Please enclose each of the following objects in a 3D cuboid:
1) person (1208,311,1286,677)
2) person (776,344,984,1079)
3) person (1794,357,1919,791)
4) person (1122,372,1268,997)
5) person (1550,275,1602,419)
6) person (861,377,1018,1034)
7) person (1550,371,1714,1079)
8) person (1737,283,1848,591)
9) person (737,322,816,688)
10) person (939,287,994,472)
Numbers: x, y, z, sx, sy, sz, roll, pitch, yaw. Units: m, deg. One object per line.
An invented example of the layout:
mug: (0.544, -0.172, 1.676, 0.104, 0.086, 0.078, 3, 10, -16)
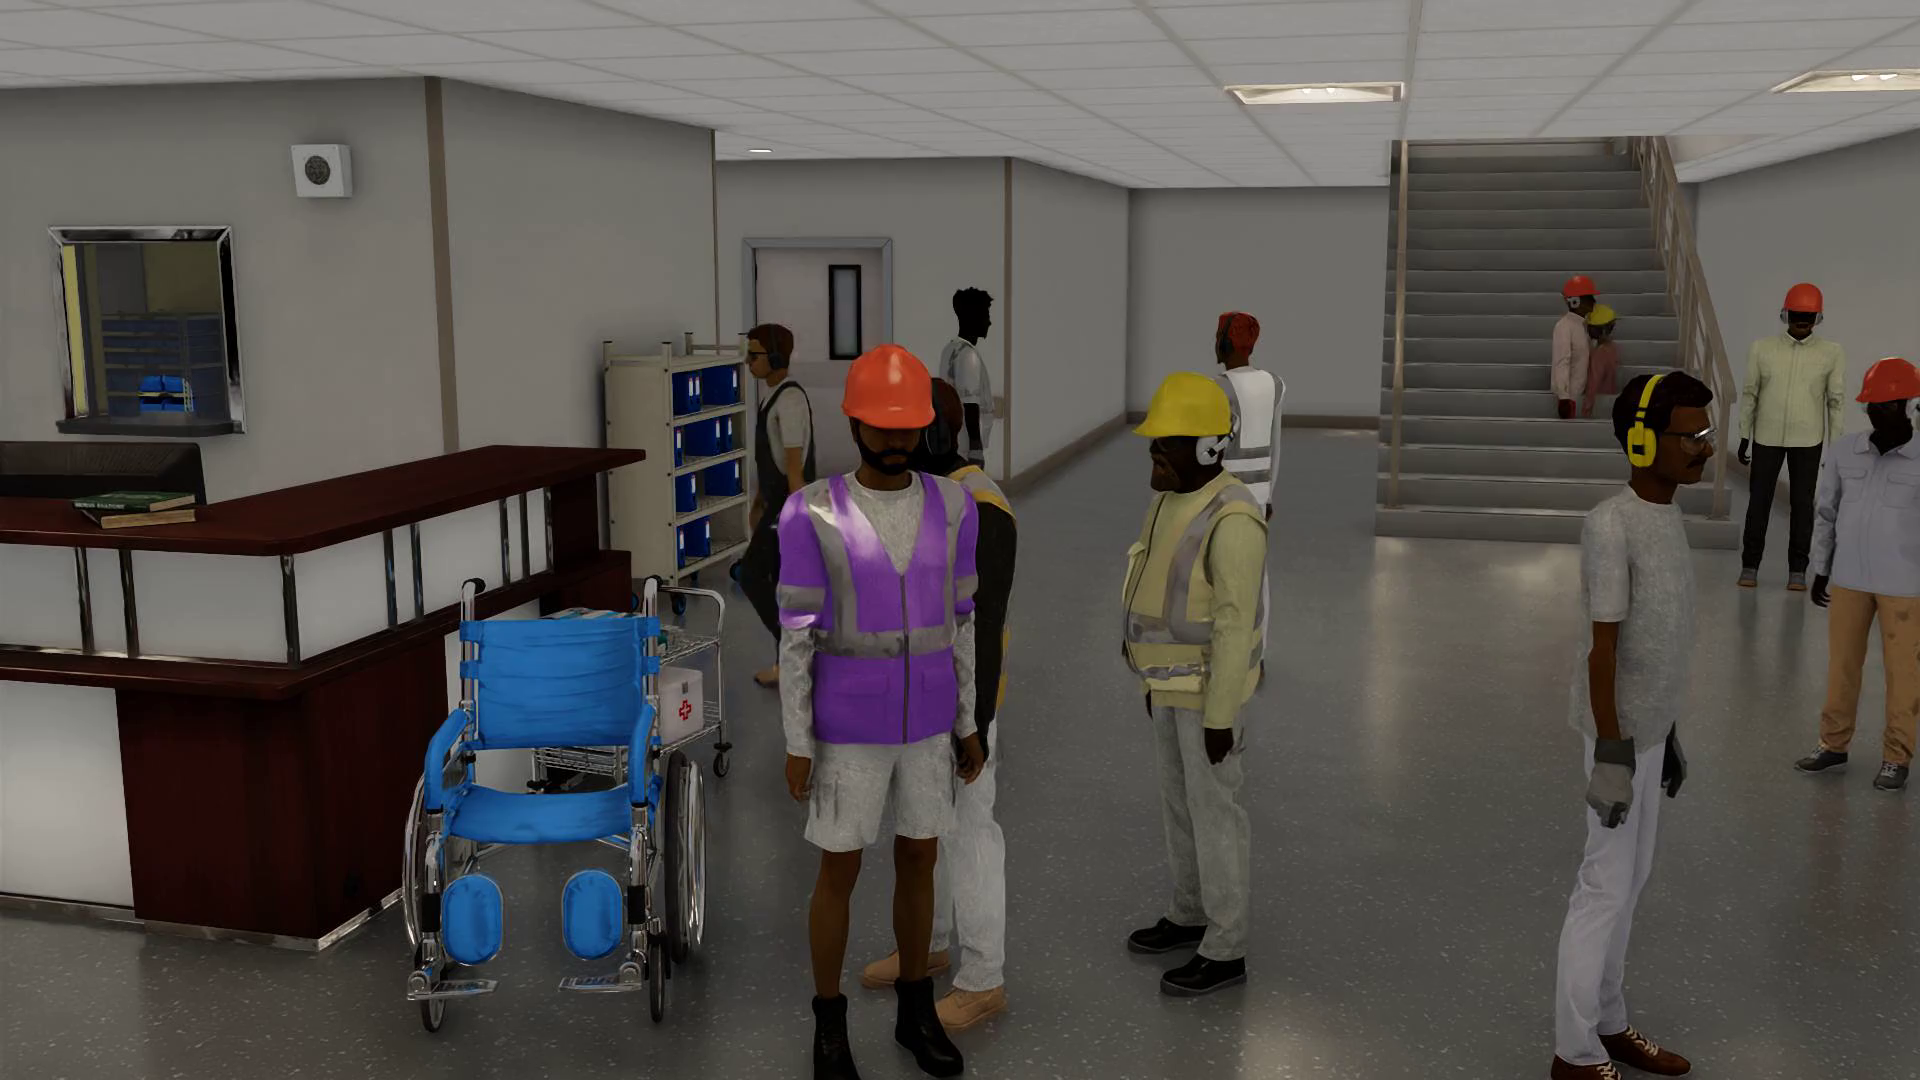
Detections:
person: (1.381, -0.208, 8.399, 0.574, 1.884, 0.356, -8, 12, -38)
person: (-0.185, 0.467, 4.272, 0.552, 1.933, 0.374, -4, 11, -24)
person: (3.725, 0.136, 6.751, 0.341, 1.750, 0.566, -7, 12, -35)
person: (0.680, 0.417, 4.910, 0.404, 1.826, 0.592, -2, 10, -13)
person: (5.157, -1.217, 14.003, 0.376, 1.997, 0.613, 7, 12, 34)
person: (-0.082, 0.450, 4.695, 0.431, 1.835, 0.624, -5, 11, -29)
person: (1.724, 0.509, 4.218, 0.329, 1.872, 0.508, 7, 12, 36)
person: (5.369, -0.659, 10.768, 0.617, 1.989, 0.398, 5, 11, 27)
person: (-0.917, -0.160, 8.270, 0.415, 1.834, 0.511, -1, 10, -8)
person: (0.040, -0.629, 10.632, 0.362, 1.963, 0.613, -2, 10, -13)
